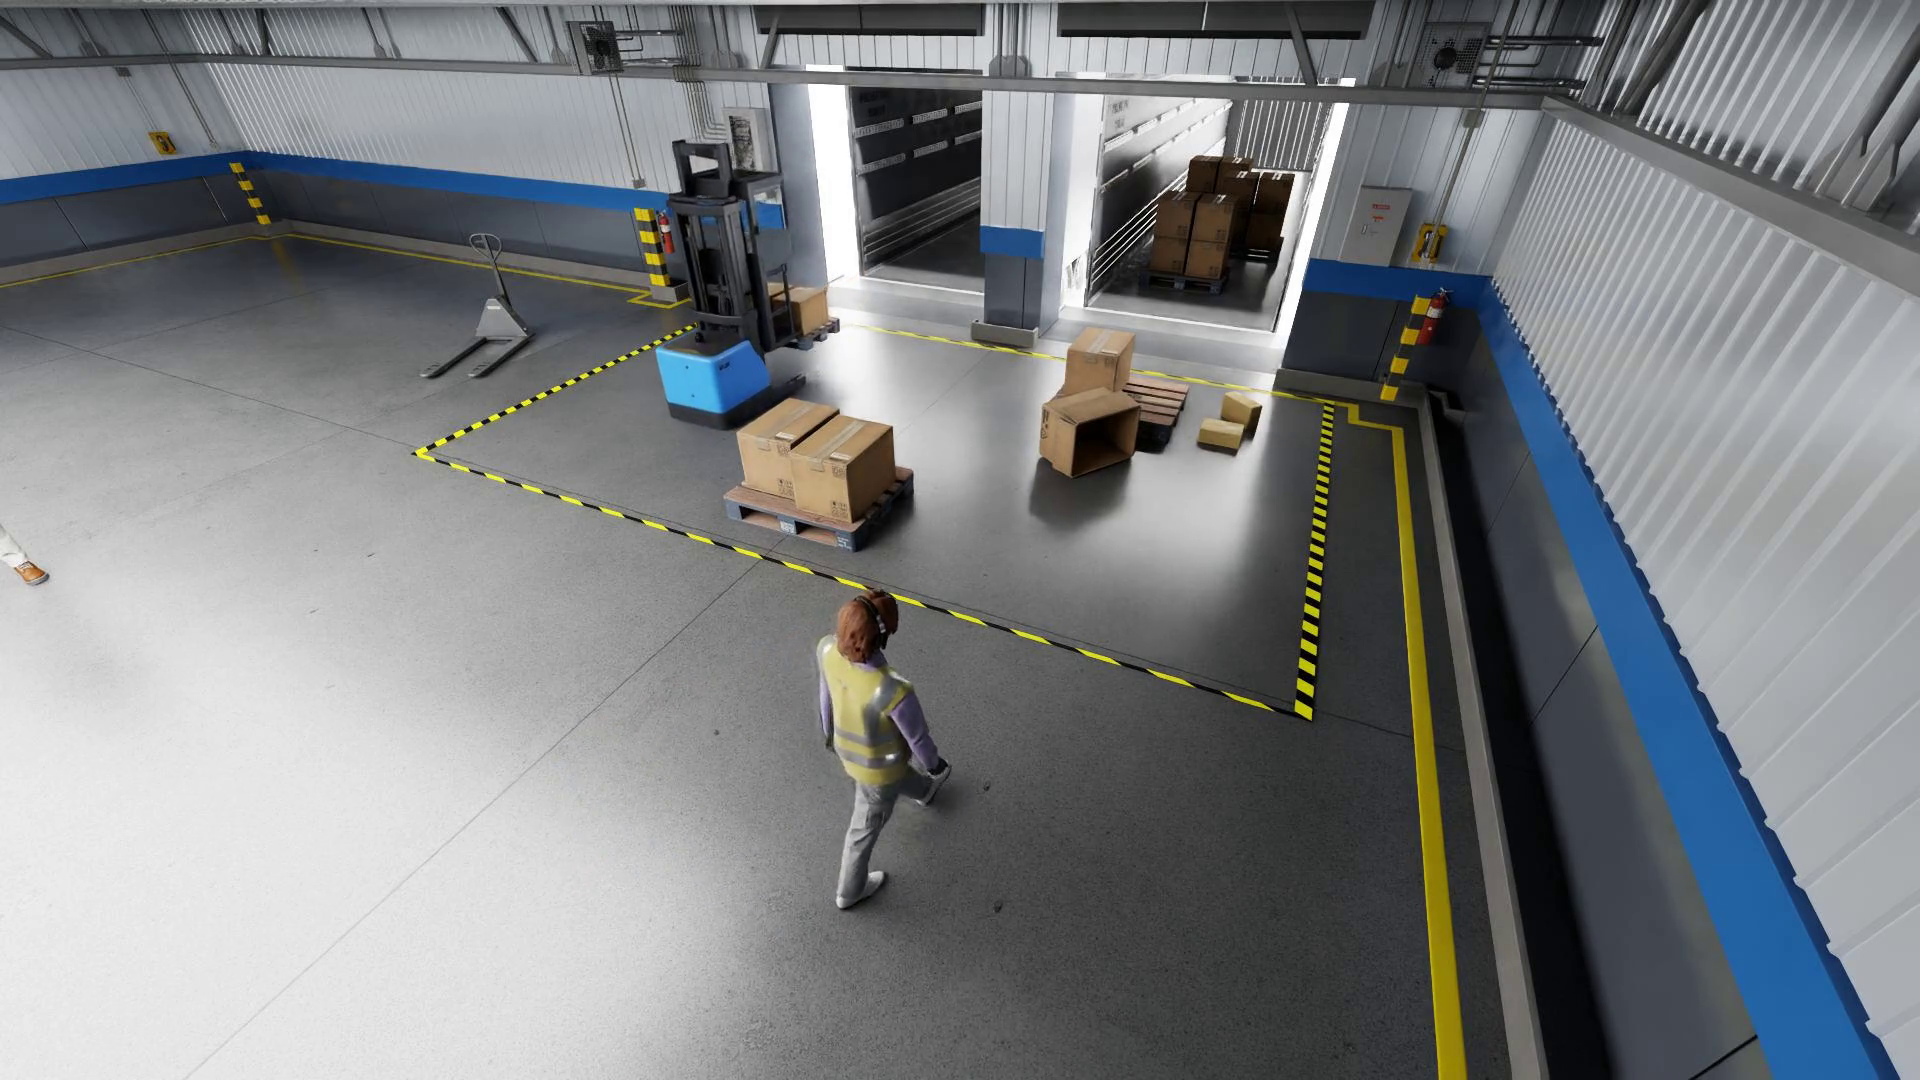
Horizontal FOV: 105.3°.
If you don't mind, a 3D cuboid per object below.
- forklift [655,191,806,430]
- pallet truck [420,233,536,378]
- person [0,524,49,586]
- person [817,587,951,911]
[{"bbox_3d":[-2.391,-2.149,6.945,0.716,2.013,0.776,15,38,20],"label":"forklift"},{"bbox_3d":[-5.664,-2.712,8.427,0.680,1.201,1.601,0,35,-1],"label":"pallet truck"},{"bbox_3d":[-6.774,-0.454,4.647,0.384,1.948,0.604,22,41,28],"label":"person"},{"bbox_3d":[-0.282,0.841,3.124,0.844,1.600,0.524,-30,45,-35],"label":"person"}]
